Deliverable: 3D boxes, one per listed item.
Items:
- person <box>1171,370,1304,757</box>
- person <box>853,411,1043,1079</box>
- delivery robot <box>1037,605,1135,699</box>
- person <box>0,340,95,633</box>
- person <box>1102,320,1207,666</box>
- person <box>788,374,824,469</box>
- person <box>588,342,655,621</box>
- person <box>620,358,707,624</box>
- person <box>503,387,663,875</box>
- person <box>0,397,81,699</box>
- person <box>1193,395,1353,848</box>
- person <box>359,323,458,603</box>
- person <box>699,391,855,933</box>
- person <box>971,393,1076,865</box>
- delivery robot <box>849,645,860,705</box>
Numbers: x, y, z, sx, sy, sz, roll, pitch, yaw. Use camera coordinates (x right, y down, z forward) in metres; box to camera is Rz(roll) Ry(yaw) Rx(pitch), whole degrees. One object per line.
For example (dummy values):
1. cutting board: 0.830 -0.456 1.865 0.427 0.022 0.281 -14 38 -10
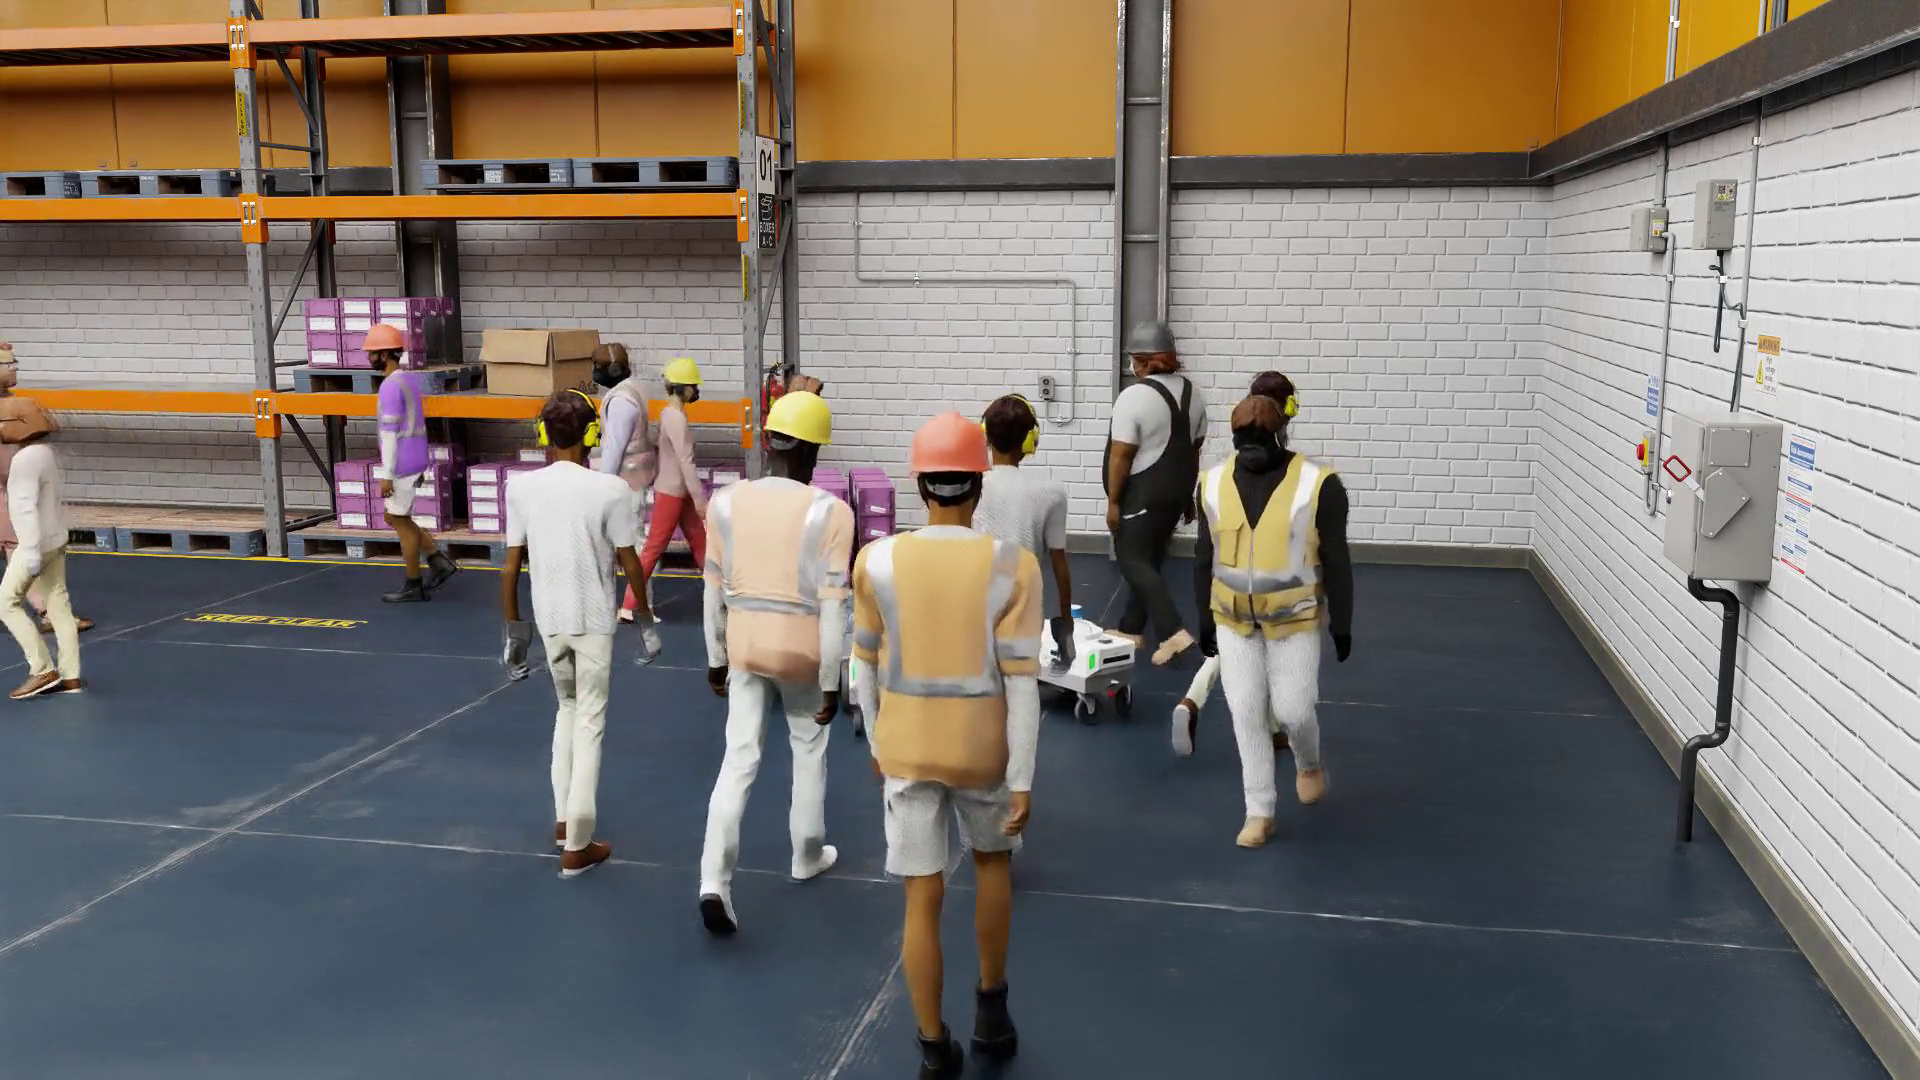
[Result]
1. person: 1.331 0.130 7.748 0.745 1.838 0.521 -8 12 -39
2. person: -0.037 0.598 4.727 0.535 1.908 0.642 1 9 4
3. delivery robot: 0.575 0.579 8.601 0.477 0.478 0.707 -7 12 -37
4. person: -6.054 -0.319 10.434 1.025 1.859 0.659 -2 10 -9
5. person: 1.127 -0.306 9.749 0.693 2.000 0.879 -8 13 -42
6. person: -1.149 -0.301 11.027 0.686 1.606 0.567 0 9 2
7. person: -2.306 -0.361 10.771 0.694 1.819 0.649 -2 10 -9
8. person: -1.776 -0.308 10.741 0.955 1.711 0.545 -2 10 -13
9. person: -1.439 0.337 6.460 0.512 1.844 0.644 3 10 15
10. person: -4.971 0.049 8.861 0.453 1.616 0.533 -2 10 -15
11. person: 1.275 0.307 6.734 0.660 1.817 0.610 5 11 28
12. person: -3.815 -0.512 11.348 0.472 1.920 0.553 -1 10 -7
13. person: -0.675 0.414 5.910 0.604 1.885 0.951 3 10 16
14. person: 0.173 0.349 6.477 0.550 1.822 0.928 1 10 9
15. delivery robot: -0.372 0.621 8.353 0.477 0.478 0.707 0 9 -1
